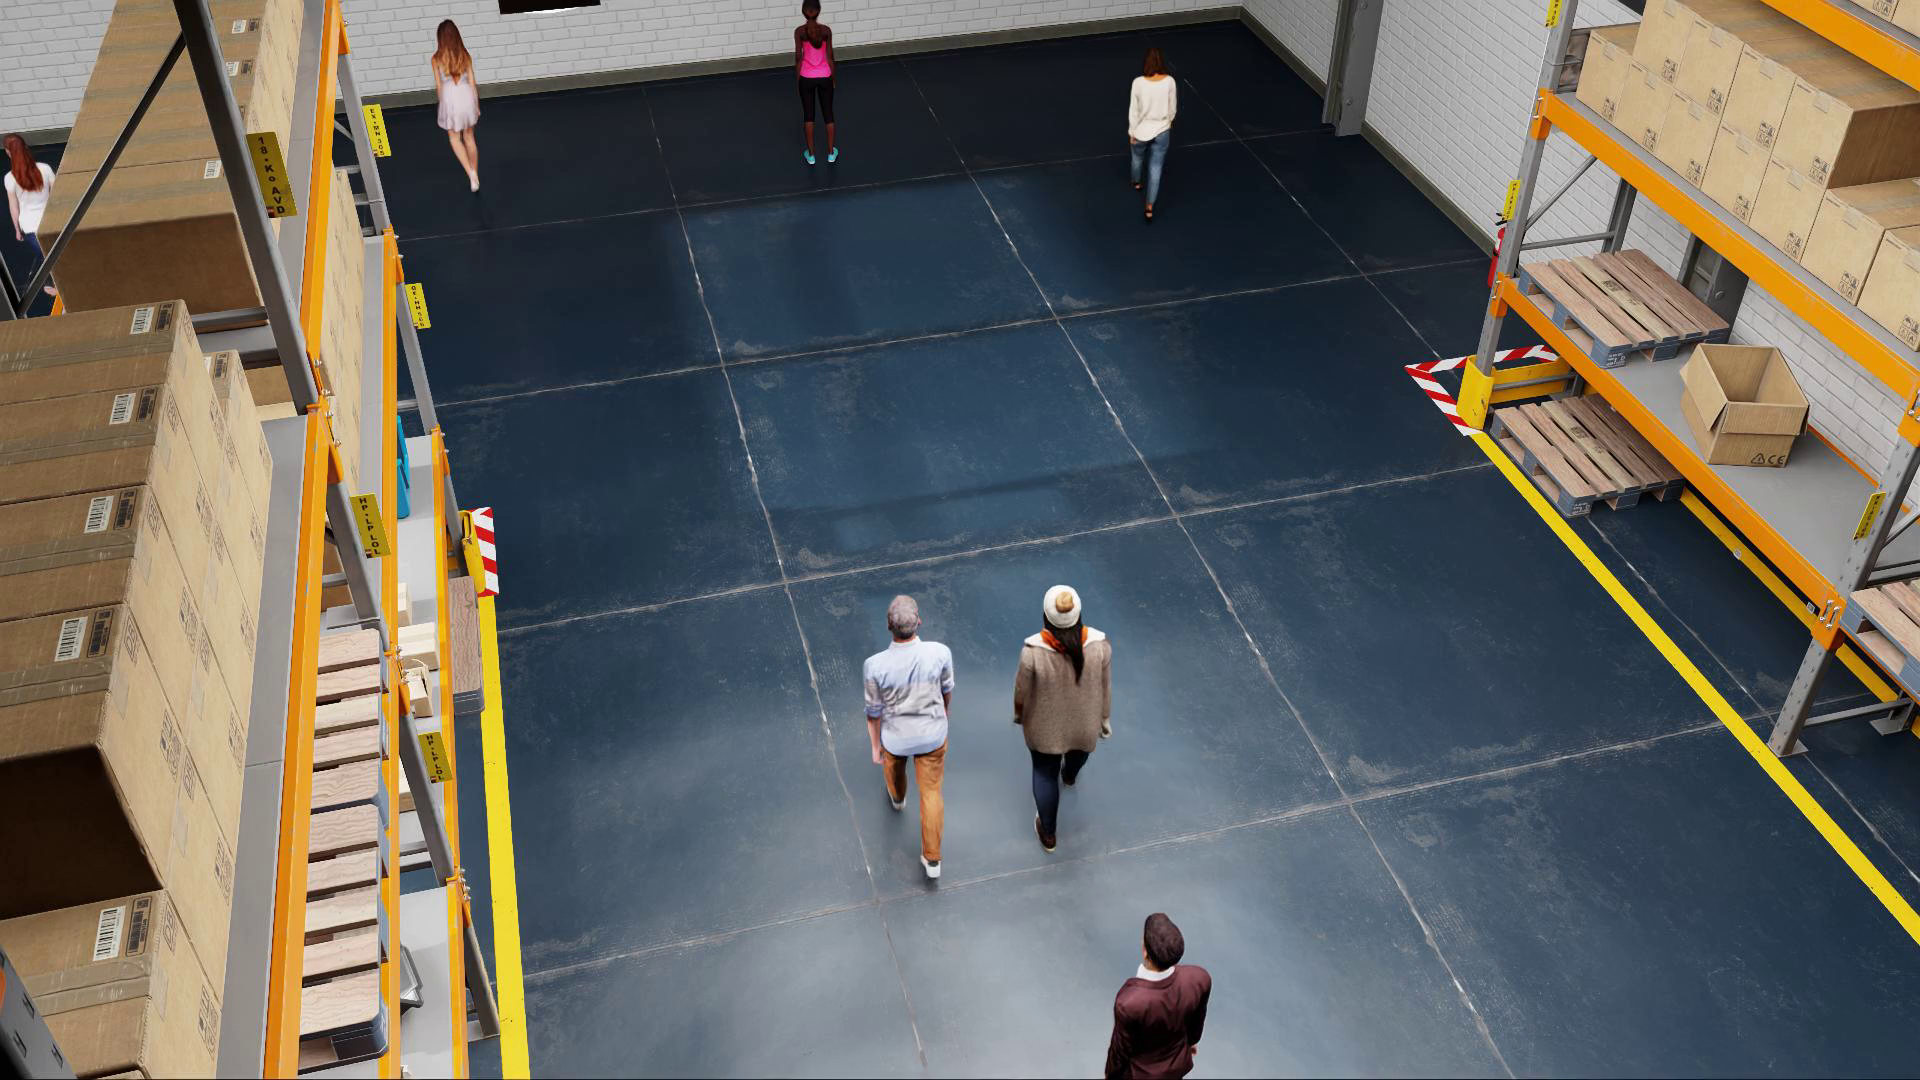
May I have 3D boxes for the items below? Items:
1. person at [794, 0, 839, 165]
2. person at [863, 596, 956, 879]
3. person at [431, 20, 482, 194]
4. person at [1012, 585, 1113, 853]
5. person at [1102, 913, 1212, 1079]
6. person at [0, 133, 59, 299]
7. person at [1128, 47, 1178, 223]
[{"bbox_3d":[-1.457,-4.650,16.823,0.576,1.724,0.581,-5,39,-6],"label":"person"},{"bbox_3d":[-0.247,1.146,9.513,0.817,1.791,1.191,-4,39,-4],"label":"person"},{"bbox_3d":[-4.846,-4.131,16.151,0.649,1.752,0.866,-15,41,-18],"label":"person"},{"bbox_3d":[0.589,1.052,9.572,0.819,1.864,1.058,-4,39,-4],"label":"person"},{"bbox_3d":[0.899,2.437,7.837,0.735,1.864,0.655,-18,42,-21],"label":"person"},{"bbox_3d":[-7.796,-2.598,14.288,1.184,1.681,1.087,23,44,26],"label":"person"},{"bbox_3d":[1.834,-3.840,15.872,0.837,1.645,1.132,2,39,2],"label":"person"}]
